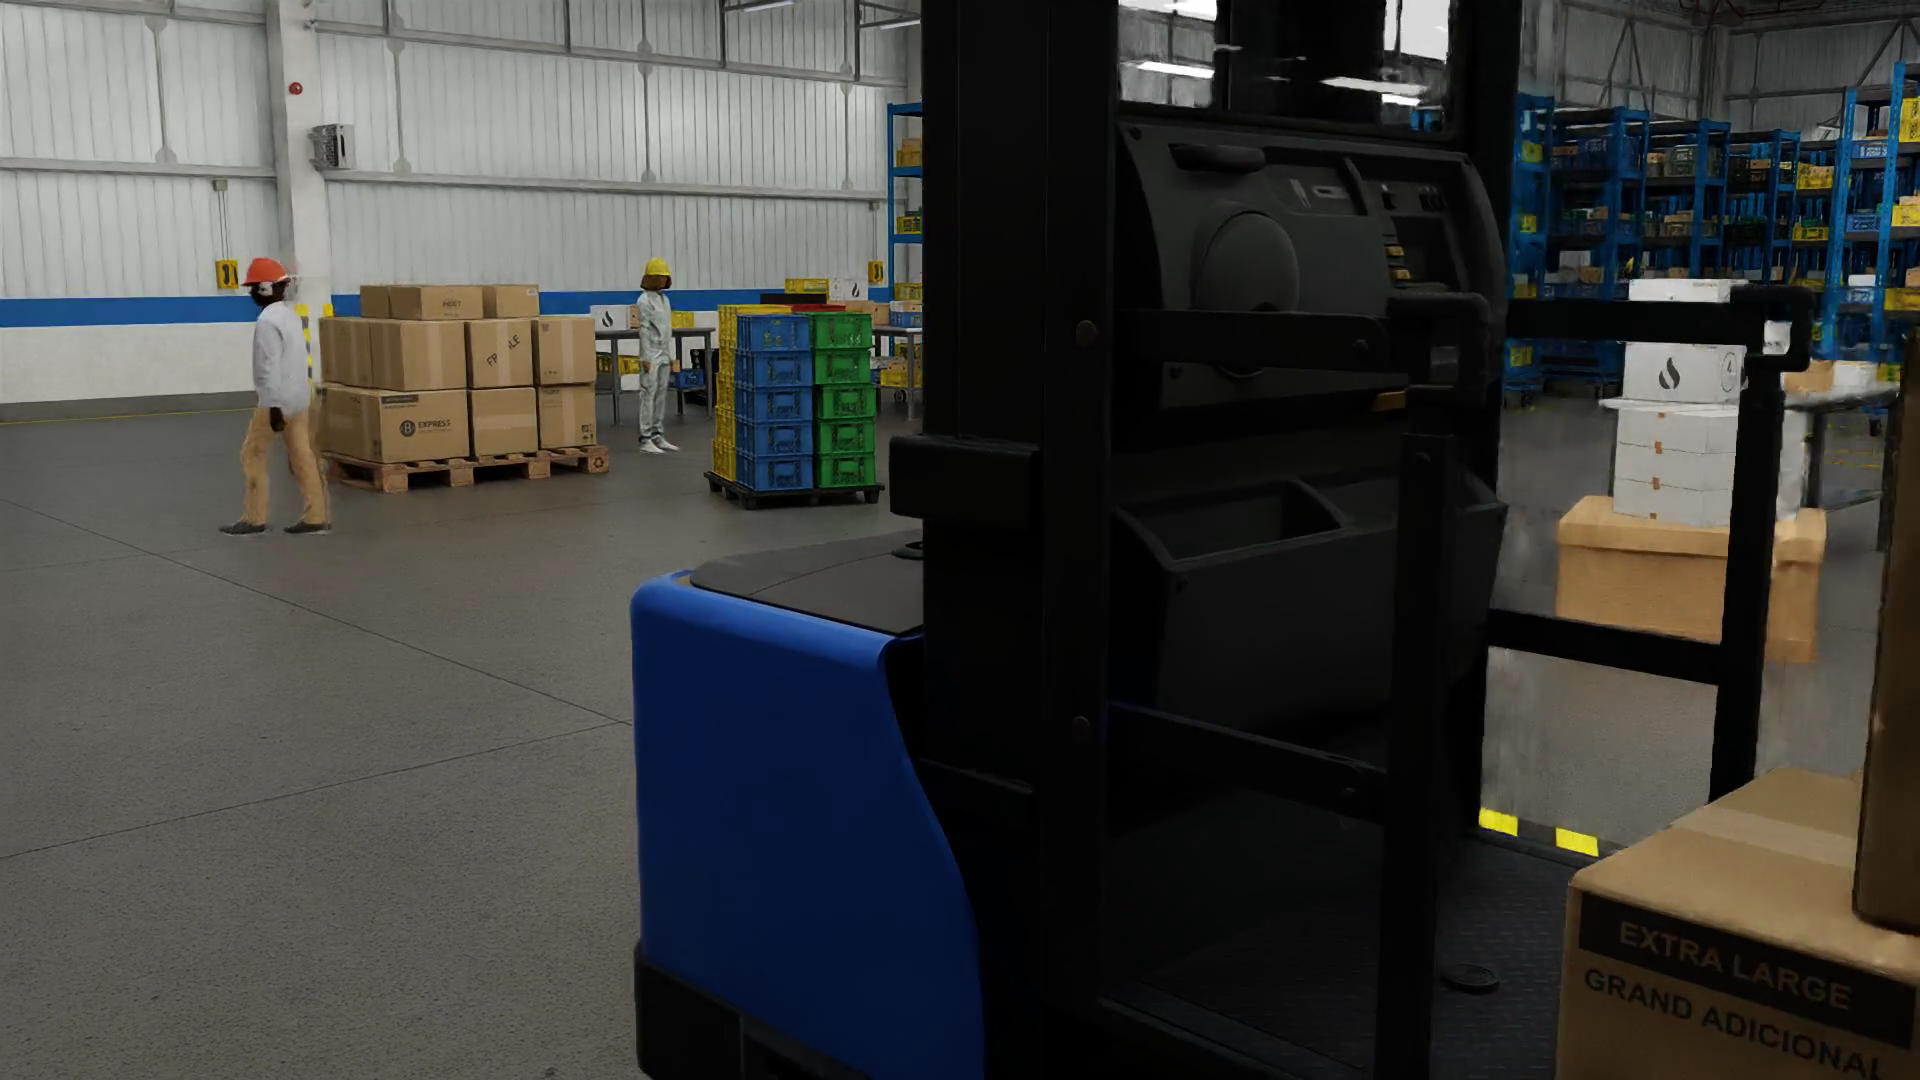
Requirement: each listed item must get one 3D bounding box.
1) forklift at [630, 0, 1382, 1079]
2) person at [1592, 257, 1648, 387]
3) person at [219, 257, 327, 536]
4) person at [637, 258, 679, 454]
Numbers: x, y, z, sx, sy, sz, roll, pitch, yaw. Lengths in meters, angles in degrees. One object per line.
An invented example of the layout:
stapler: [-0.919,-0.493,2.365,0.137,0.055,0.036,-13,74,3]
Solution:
forklift: [0.321,-0.212,2.887,1.129,2.768,1.873,-9,13,-43]
person: [9.010,-2.935,22.525,0.866,1.804,0.585,7,12,38]
person: [-4.319,-0.873,10.312,0.717,1.724,0.587,0,9,-2]
person: [-2.711,-1.648,14.936,0.319,1.743,0.488,3,10,17]
